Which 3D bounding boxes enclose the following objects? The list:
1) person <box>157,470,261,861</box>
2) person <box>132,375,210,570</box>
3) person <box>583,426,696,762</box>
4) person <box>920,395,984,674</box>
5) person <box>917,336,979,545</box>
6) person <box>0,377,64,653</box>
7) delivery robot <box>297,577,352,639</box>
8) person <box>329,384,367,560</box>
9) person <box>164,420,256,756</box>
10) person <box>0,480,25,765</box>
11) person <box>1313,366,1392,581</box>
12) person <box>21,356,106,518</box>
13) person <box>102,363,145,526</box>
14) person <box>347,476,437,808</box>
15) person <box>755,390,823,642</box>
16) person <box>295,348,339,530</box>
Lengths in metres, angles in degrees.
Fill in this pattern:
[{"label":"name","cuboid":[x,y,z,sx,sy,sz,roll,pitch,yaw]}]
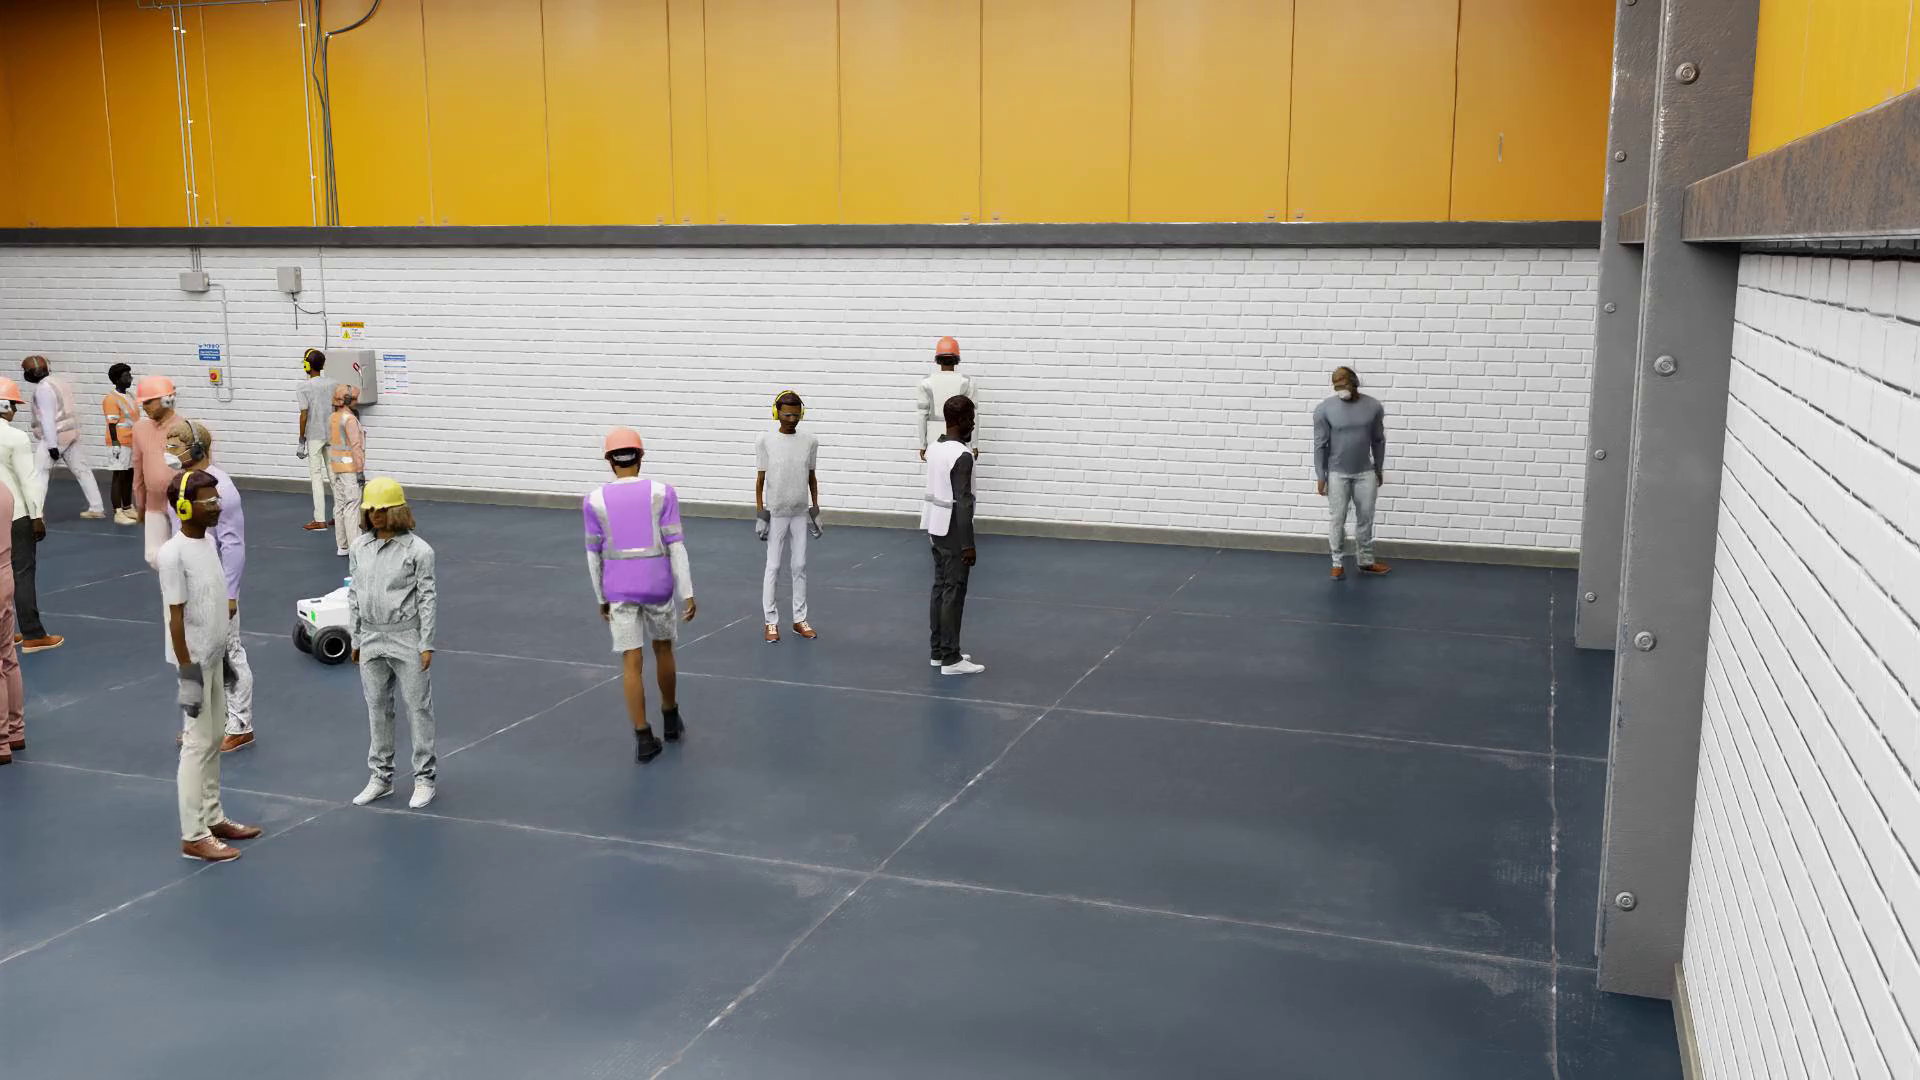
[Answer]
[{"label":"person","cuboid":[-3.629,0.596,7.990,0.304,1.858,0.562,-1,10,-6]},{"label":"person","cuboid":[-5.889,-0.269,12.515,0.673,1.968,0.606,2,10,9]},{"label":"person","cuboid":[-1.844,0.287,9.653,0.622,1.876,0.830,-1,10,-7]},{"label":"person","cuboid":[-0.060,-0.036,11.399,0.397,1.911,0.587,-4,11,-21]},{"label":"person","cuboid":[-0.112,-0.965,16.235,0.607,2.048,0.366,1,10,5]},{"label":"person","cuboid":[-6.849,-0.177,11.976,0.610,1.985,0.392,3,10,15]},{"label":"delivery robot","cuboid":[-4.331,0.507,11.882,0.707,0.478,0.477,-8,13,-38]},{"label":"person","cuboid":[-5.698,-0.632,15.512,0.311,1.640,0.513,-9,13,-41]},{"label":"person","cuboid":[-4.334,0.271,9.583,0.635,1.937,0.352,8,13,40]},{"label":"person","cuboid":[-5.550,0.323,9.369,0.408,1.913,0.642,-2,10,-12]},{"label":"person","cuboid":[3.413,-0.581,14.513,0.736,1.893,0.473,-1,10,-7]},{"label":"person","cuboid":[-9.554,-1.049,17.533,0.852,1.774,0.653,-2,10,-11]},{"label":"person","cuboid":[-8.776,-1.009,17.467,0.321,1.696,0.537,0,10,-1]},{"label":"person","cuboid":[-2.961,0.532,8.663,0.484,1.744,0.295,2,10,11]},{"label":"person","cuboid":[-1.266,-0.179,12.331,0.514,1.865,0.329,-5,11,-25]},{"label":"person","cuboid":[-6.594,-1.033,17.108,0.328,1.876,0.514,6,12,32]}]
